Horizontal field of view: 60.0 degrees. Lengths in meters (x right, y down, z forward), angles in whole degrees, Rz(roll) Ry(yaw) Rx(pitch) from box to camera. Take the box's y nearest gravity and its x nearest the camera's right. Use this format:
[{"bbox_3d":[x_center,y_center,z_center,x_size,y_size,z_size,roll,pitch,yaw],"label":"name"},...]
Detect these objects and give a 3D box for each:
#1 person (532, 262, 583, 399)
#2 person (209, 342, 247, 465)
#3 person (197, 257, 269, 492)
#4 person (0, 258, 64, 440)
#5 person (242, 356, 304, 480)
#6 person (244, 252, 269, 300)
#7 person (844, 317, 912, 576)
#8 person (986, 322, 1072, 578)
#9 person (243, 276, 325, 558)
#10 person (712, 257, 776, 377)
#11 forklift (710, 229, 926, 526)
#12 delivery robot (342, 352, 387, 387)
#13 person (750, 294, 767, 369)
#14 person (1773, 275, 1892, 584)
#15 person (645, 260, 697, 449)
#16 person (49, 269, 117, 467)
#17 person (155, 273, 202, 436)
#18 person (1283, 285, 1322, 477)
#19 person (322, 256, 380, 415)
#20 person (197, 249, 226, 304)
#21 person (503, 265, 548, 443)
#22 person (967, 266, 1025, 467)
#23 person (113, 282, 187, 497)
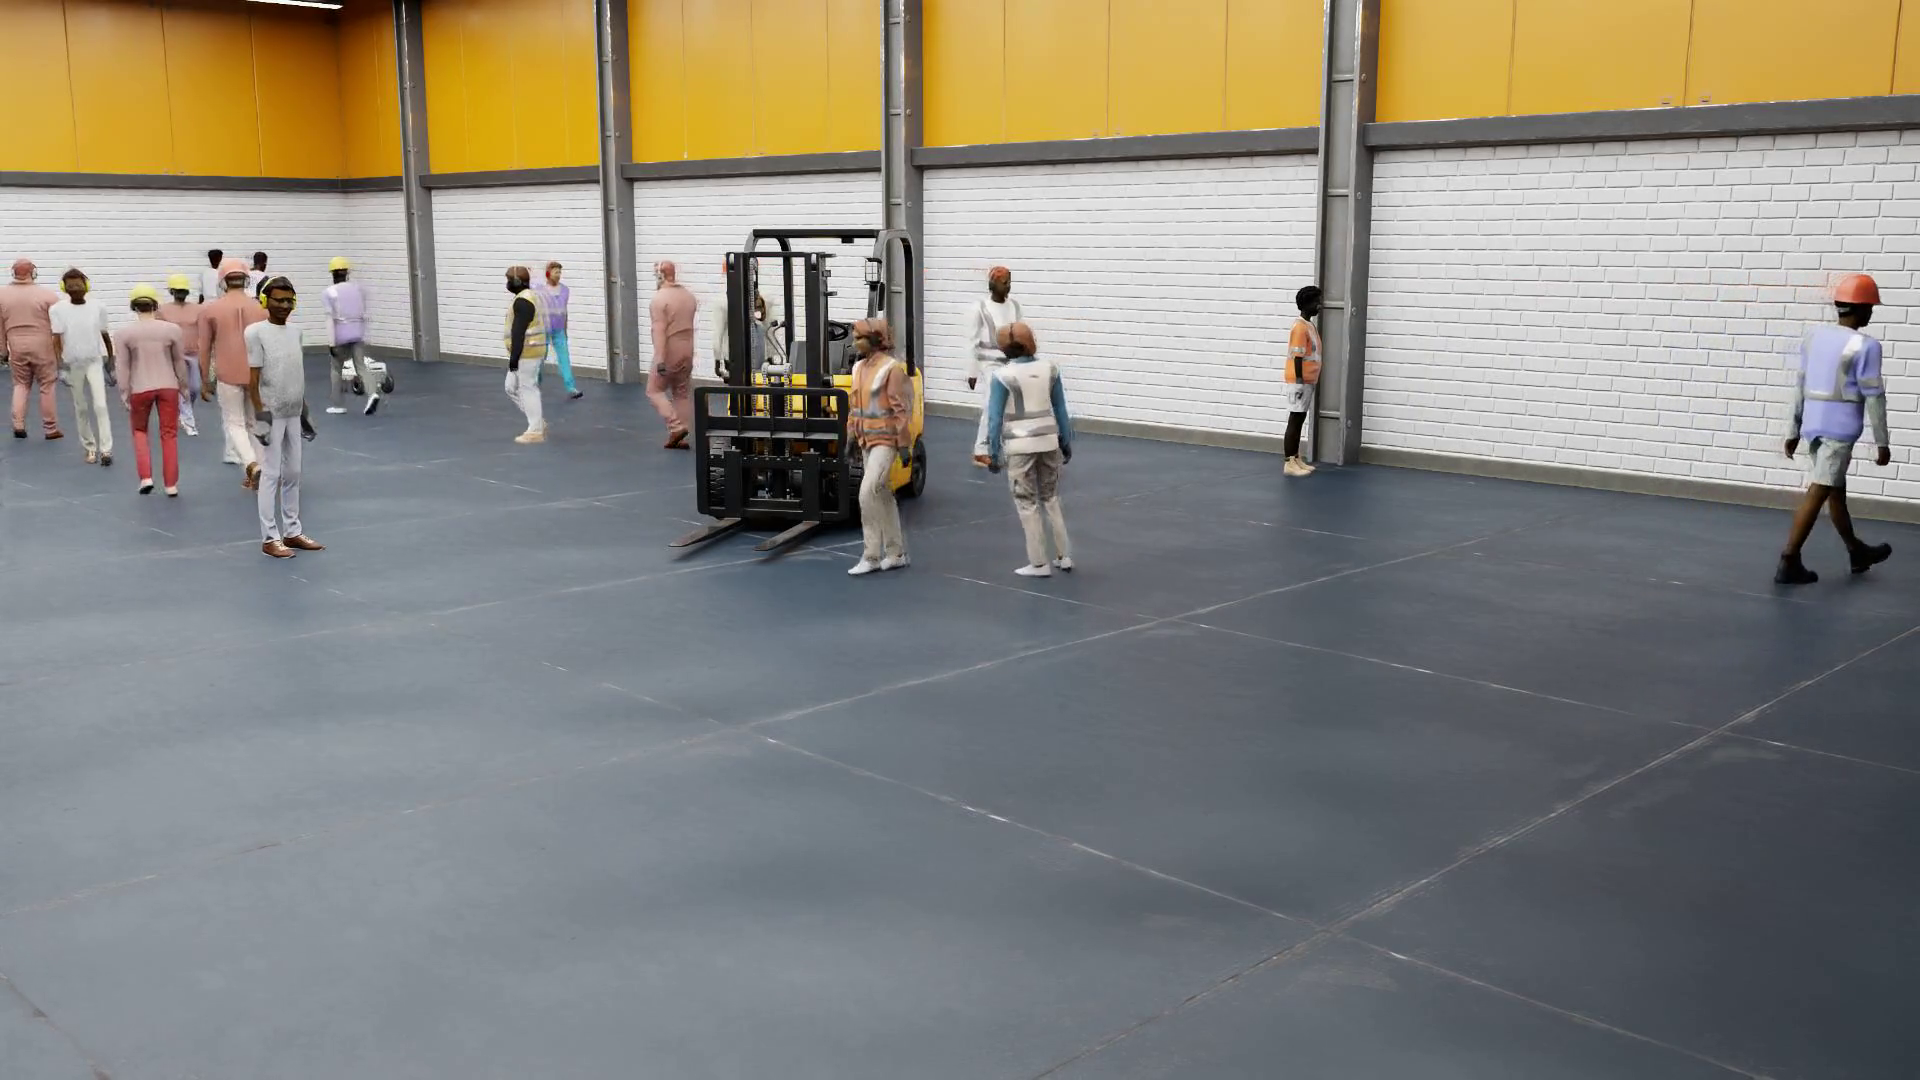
[{"bbox_3d":[-5.353,-2.740,21.804,0.579,1.783,1.014,-10,14,-44],"label":"person"},{"bbox_3d":[-6.579,-1.460,15.280,0.761,1.599,0.526,5,12,27],"label":"person"},{"bbox_3d":[-5.883,-1.333,13.647,0.642,1.963,0.716,-8,13,-36],"label":"person"},{"bbox_3d":[-9.636,-1.980,17.323,0.671,1.902,0.457,-1,10,-7],"label":"person"},{"bbox_3d":[-5.873,-1.273,14.285,0.506,1.599,0.771,-9,13,-39],"label":"person"},{"bbox_3d":[-10.917,-3.550,25.973,0.609,1.860,0.901,8,13,39],"label":"person"},{"bbox_3d":[-0.595,-0.578,10.440,0.639,1.610,0.529,-7,13,-35],"label":"person"},{"bbox_3d":[0.432,-0.554,10.362,0.577,1.600,0.326,-7,12,-33],"label":"person"},{"bbox_3d":[-4.518,-0.821,11.110,0.330,1.865,0.518,4,11,19],"label":"person"},{"bbox_3d":[-2.070,-1.782,16.095,0.628,1.960,0.566,-4,11,-23],"label":"person"},{"bbox_3d":[-1.050,-1.319,12.920,1.214,2.155,2.313,2,11,13],"label":"forklift"},{"bbox_3d":[-8.082,-2.302,22.498,0.707,0.478,0.477,8,13,39],"label":"delivery robot"},{"bbox_3d":[-1.853,-1.383,14.794,0.288,1.633,0.501,4,11,19],"label":"person"},{"bbox_3d":[5.457,-0.672,10.227,0.988,1.882,0.568,-3,11,-14],"label":"person"},{"bbox_3d":[-2.875,-1.829,16.538,0.419,1.887,0.636,7,12,32],"label":"person"},{"bbox_3d":[-8.037,-1.565,15.297,0.508,1.809,1.000,-5,12,-27],"label":"person"},{"bbox_3d":[-8.387,-2.009,17.944,0.520,1.743,0.745,-8,13,-38],"label":"person"},{"bbox_3d":[3.050,-1.412,14.800,0.318,1.691,0.532,4,11,19],"label":"person"},{"bbox_3d":[-7.238,-2.418,19.733,0.842,1.892,0.580,10,14,42],"label":"person"},{"bbox_3d":[-11.831,-3.671,26.475,0.609,1.925,0.994,3,11,18],"label":"person"},{"bbox_3d":[-4.480,-1.901,17.096,0.451,1.823,0.633,-3,11,-14],"label":"person"},{"bbox_3d":[0.417,-1.538,15.054,0.591,1.837,0.946,-9,14,-42],"label":"person"},{"bbox_3d":[-6.616,-1.224,13.632,0.536,1.750,0.550,-6,12,-30],"label":"person"}]
